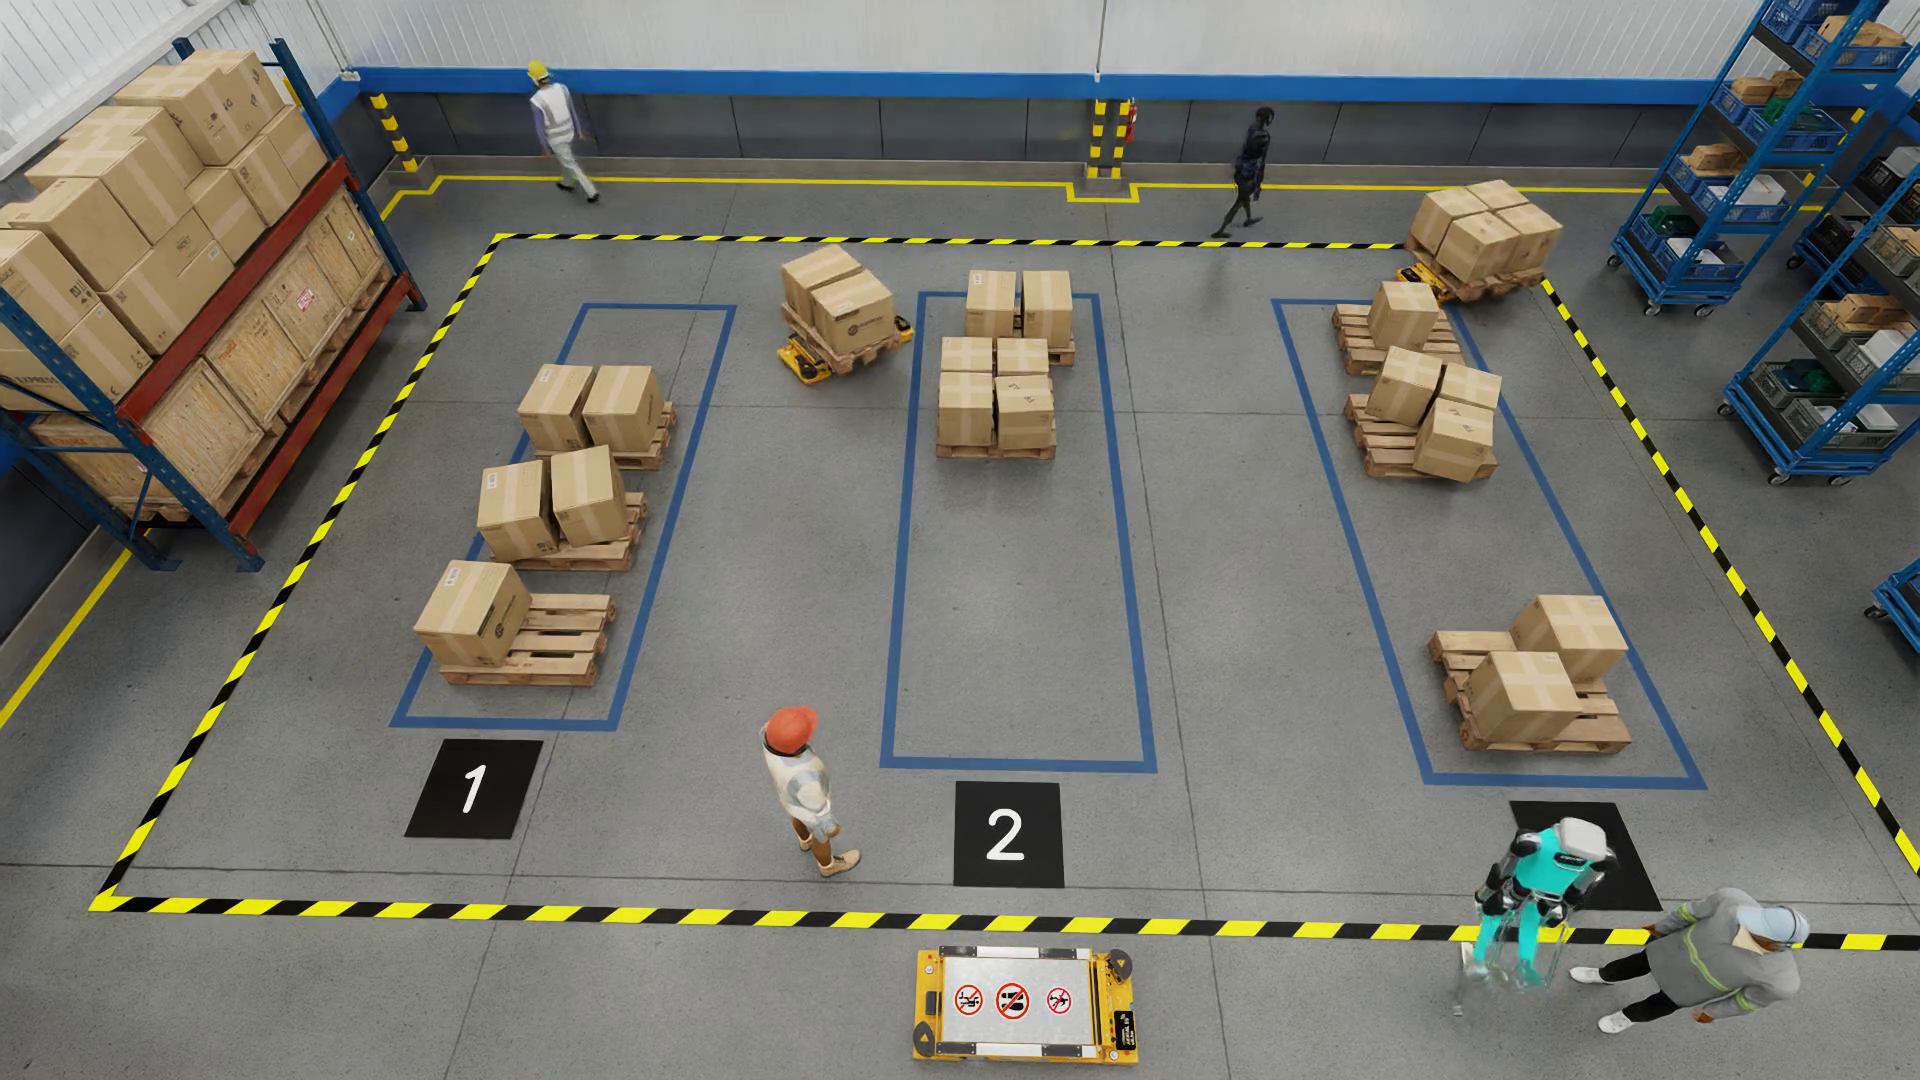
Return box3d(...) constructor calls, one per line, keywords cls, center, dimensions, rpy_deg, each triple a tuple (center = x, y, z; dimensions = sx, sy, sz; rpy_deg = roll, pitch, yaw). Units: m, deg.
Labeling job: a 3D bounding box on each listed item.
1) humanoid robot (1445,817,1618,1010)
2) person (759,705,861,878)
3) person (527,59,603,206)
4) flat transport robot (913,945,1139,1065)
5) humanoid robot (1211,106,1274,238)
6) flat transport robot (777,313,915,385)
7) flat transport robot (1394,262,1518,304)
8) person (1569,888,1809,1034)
box3d(cls="humanoid robot", center=(3.435, 2.415, 5.642), dimensions=(0.544, 1.881, 0.761), rpy_deg=(10, 51, 8))
box3d(cls="person", center=(-0.984, 1.656, 5.990), dimensions=(0.360, 2.047, 0.612), rpy_deg=(-31, 57, -23))
box3d(cls="person", center=(-5.112, -5.200, 11.738), dimensions=(0.874, 1.796, 0.597), rpy_deg=(21, 54, 16))
box3d(cls="flat transport robot", center=(0.422, 3.041, 6.007), dimensions=(1.431, 0.231, 0.659), rpy_deg=(1, 51, 1))
box3d(cls="humanoid robot", center=(3.599, -4.505, 11.265), dimensions=(0.739, 1.628, 0.599), rpy_deg=(-8, 51, -6))
box3d(cls="flat transport robot", center=(-1.277, -2.262, 10.312), dimensions=(1.431, 0.197, 0.652), rpy_deg=(-30, 57, -22))
box3d(cls="flat transport robot", center=(6.097, -3.232, 11.102), dimensions=(1.431, 0.197, 0.652), rpy_deg=(-14, 52, -11))
box3d(cls="person", center=(4.307, 2.519, 5.412), dimensions=(0.396, 1.850, 0.588), rpy_deg=(-4, 51, -4))
